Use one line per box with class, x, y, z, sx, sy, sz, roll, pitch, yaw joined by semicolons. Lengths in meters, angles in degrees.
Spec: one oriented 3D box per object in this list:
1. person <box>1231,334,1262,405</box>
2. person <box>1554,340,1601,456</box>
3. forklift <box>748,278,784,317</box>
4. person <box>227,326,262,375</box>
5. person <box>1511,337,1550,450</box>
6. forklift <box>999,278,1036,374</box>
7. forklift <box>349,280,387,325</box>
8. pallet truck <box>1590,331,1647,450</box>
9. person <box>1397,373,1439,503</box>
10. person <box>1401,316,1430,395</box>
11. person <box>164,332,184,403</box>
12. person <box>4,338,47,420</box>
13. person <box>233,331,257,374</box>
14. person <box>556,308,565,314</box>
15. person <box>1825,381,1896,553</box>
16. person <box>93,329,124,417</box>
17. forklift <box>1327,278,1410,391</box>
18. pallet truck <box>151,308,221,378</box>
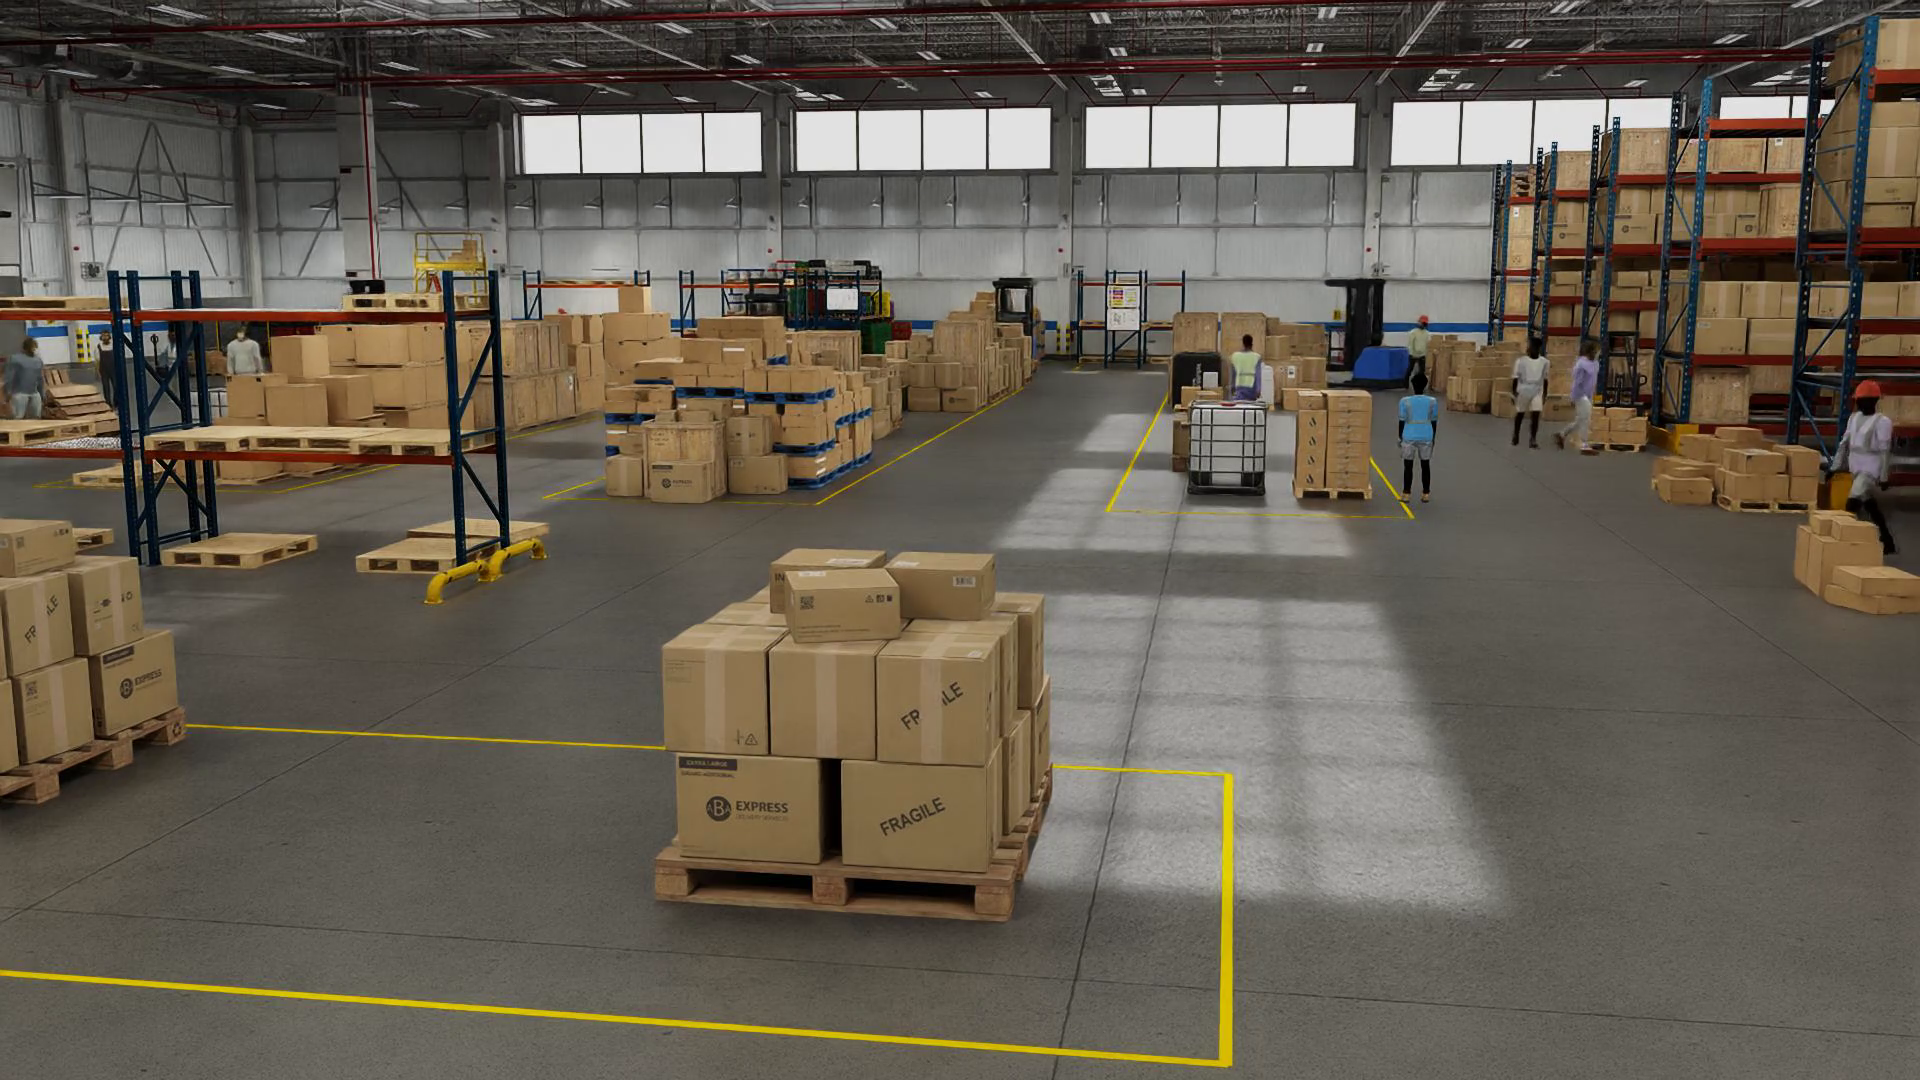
person;5.161;-2.777;30.123;0.606;1.889;0.826;4;10;25
person;10.193;-2.348;27.401;0.645;1.912;0.764;-8;12;-42
forklift;-5.044;-5.448;43.514;1.129;2.768;1.873;-1;9;-6
person;-14.790;-3.467;34.373;0.653;1.886;1.046;0;9;-3
person;9.728;-2.527;28.454;0.635;1.923;0.936;1;9;5
forklift;1.606;-6.208;48.199;1.129;2.768;1.873;1;9;9
forklift;-12.668;-4.187;35.739;1.873;2.768;1.129;1;9;9
pallet truck;11.253;-2.573;28.499;0.823;1.965;1.885;5;10;27
person;5.969;-1.324;21.720;0.539;1.696;0.317;0;9;-2
person;11.249;-4.565;40.990;0.634;1.938;1.048;-2;9;-11
person;-17.924;-3.939;38.051;0.528;1.628;0.347;4;10;22
person;-15.764;-2.434;27.975;0.340;1.908;0.781;4;10;25
person;-15.691;-3.746;36.517;0.493;1.743;0.295;-3;10;-16
person;-11.794;-5.940;49.589;0.590;1.898;0.416;-3;10;-18
person;9.562;-0.741;17.575;1.018;1.891;0.563;-1;9;-5
person;-17.538;-3.425;34.276;0.555;1.823;0.612;-5;11;-30
forklift;10.398;-5.236;42.207;1.873;2.768;1.129;9;13;44
pallet truck;-21.869;-5.598;47.154;0.823;1.965;1.885;4;10;26
